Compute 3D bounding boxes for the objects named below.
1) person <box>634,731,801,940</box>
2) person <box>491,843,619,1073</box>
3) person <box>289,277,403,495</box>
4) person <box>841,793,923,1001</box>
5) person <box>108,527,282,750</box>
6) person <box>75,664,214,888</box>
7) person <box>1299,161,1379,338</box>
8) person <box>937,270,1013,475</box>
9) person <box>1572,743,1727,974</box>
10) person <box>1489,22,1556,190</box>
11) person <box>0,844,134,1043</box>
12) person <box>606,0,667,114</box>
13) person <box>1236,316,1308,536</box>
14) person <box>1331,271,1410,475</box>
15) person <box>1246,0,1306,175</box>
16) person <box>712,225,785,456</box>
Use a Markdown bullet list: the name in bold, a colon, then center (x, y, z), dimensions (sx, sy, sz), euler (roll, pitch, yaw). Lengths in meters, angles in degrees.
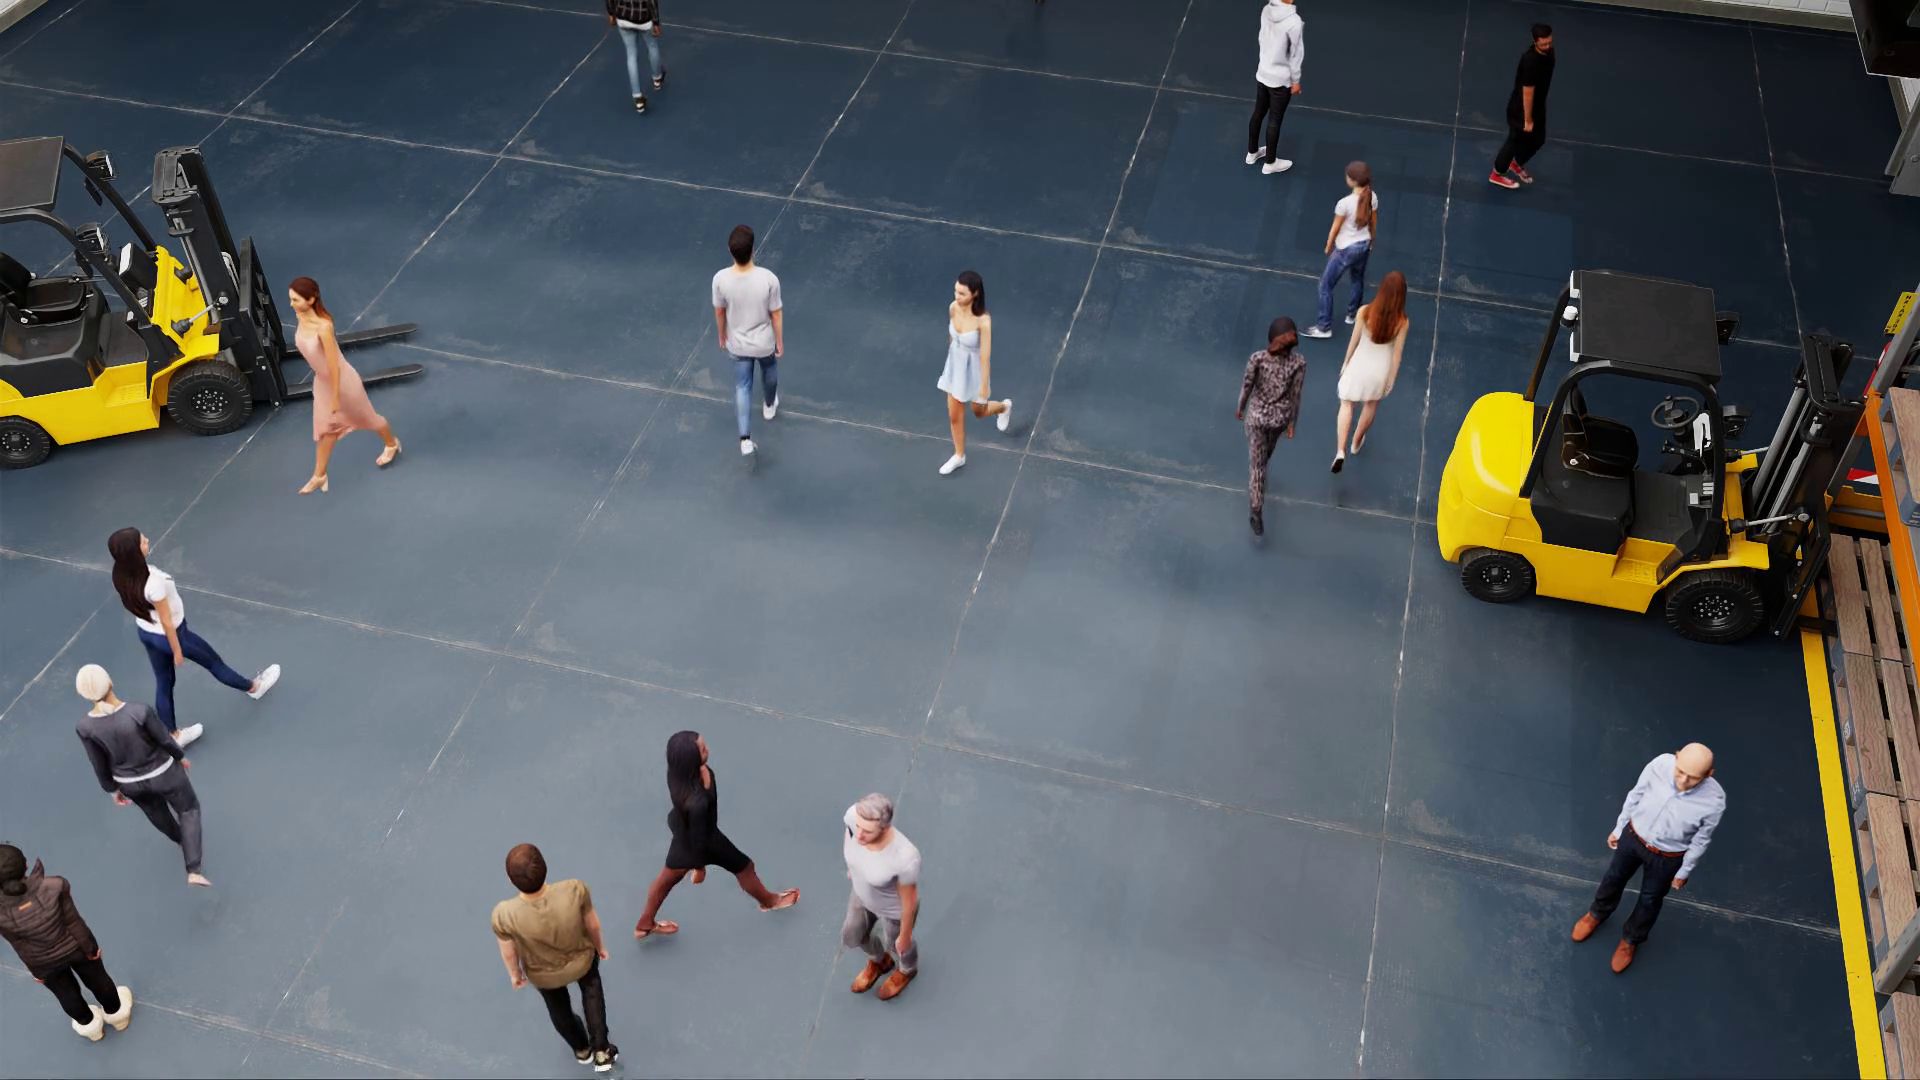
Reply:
- **person**: center (-1.552, 1.694, 9.301), dimensions (1.169, 1.667, 1.202), euler (-15, 46, -15)
- **person**: center (-2.049, 2.241, 8.597), dimensions (0.875, 1.846, 0.938), euler (-16, 46, -17)
- **person**: center (-4.494, -1.182, 12.234), dimensions (0.925, 1.785, 1.180), euler (30, 51, 28)
- **person**: center (-0.349, 1.872, 9.006), dimensions (0.848, 1.815, 0.841), euler (33, 53, 30)
- **person**: center (-5.002, 0.663, 10.331), dimensions (0.811, 1.740, 1.139), euler (23, 48, 22)
- **person**: center (-4.688, 1.388, 9.594), dimensions (0.895, 1.707, 1.039), euler (-13, 45, -14)
- **person**: center (3.259, -2.411, 13.699), dimensions (0.903, 1.544, 0.905), euler (-7, 44, -7)
- **person**: center (0.135, -1.285, 12.396), dimensions (0.862, 1.711, 1.088), euler (32, 52, 29)
- **person**: center (3.838, 1.698, 9.208), dimensions (0.753, 1.790, 0.733), euler (-33, 53, -30)
- **person**: center (5.173, -3.974, 15.215), dimensions (0.896, 1.715, 0.750), euler (19, 47, 19)
- **person**: center (-4.765, 2.171, 8.804), dimensions (0.774, 1.662, 0.716), euler (3, 44, 3)
- **person**: center (-3.210, -5.076, 16.317), dimensions (0.869, 1.792, 1.105), euler (1, 44, 1)
- **person**: center (2.207, -0.798, 11.912), dimensions (0.749, 1.673, 1.216), euler (3, 44, 3)
- **person**: center (3.024, -1.209, 12.329), dimensions (0.621, 1.693, 0.969), euler (13, 45, 13)
- **person**: center (2.930, -4.339, 15.443), dimensions (0.823, 1.930, 0.781), euler (-25, 49, -24)
- **person**: center (-1.580, -1.467, 12.481), dimensions (0.881, 1.858, 1.225), euler (0, 44, 0)
